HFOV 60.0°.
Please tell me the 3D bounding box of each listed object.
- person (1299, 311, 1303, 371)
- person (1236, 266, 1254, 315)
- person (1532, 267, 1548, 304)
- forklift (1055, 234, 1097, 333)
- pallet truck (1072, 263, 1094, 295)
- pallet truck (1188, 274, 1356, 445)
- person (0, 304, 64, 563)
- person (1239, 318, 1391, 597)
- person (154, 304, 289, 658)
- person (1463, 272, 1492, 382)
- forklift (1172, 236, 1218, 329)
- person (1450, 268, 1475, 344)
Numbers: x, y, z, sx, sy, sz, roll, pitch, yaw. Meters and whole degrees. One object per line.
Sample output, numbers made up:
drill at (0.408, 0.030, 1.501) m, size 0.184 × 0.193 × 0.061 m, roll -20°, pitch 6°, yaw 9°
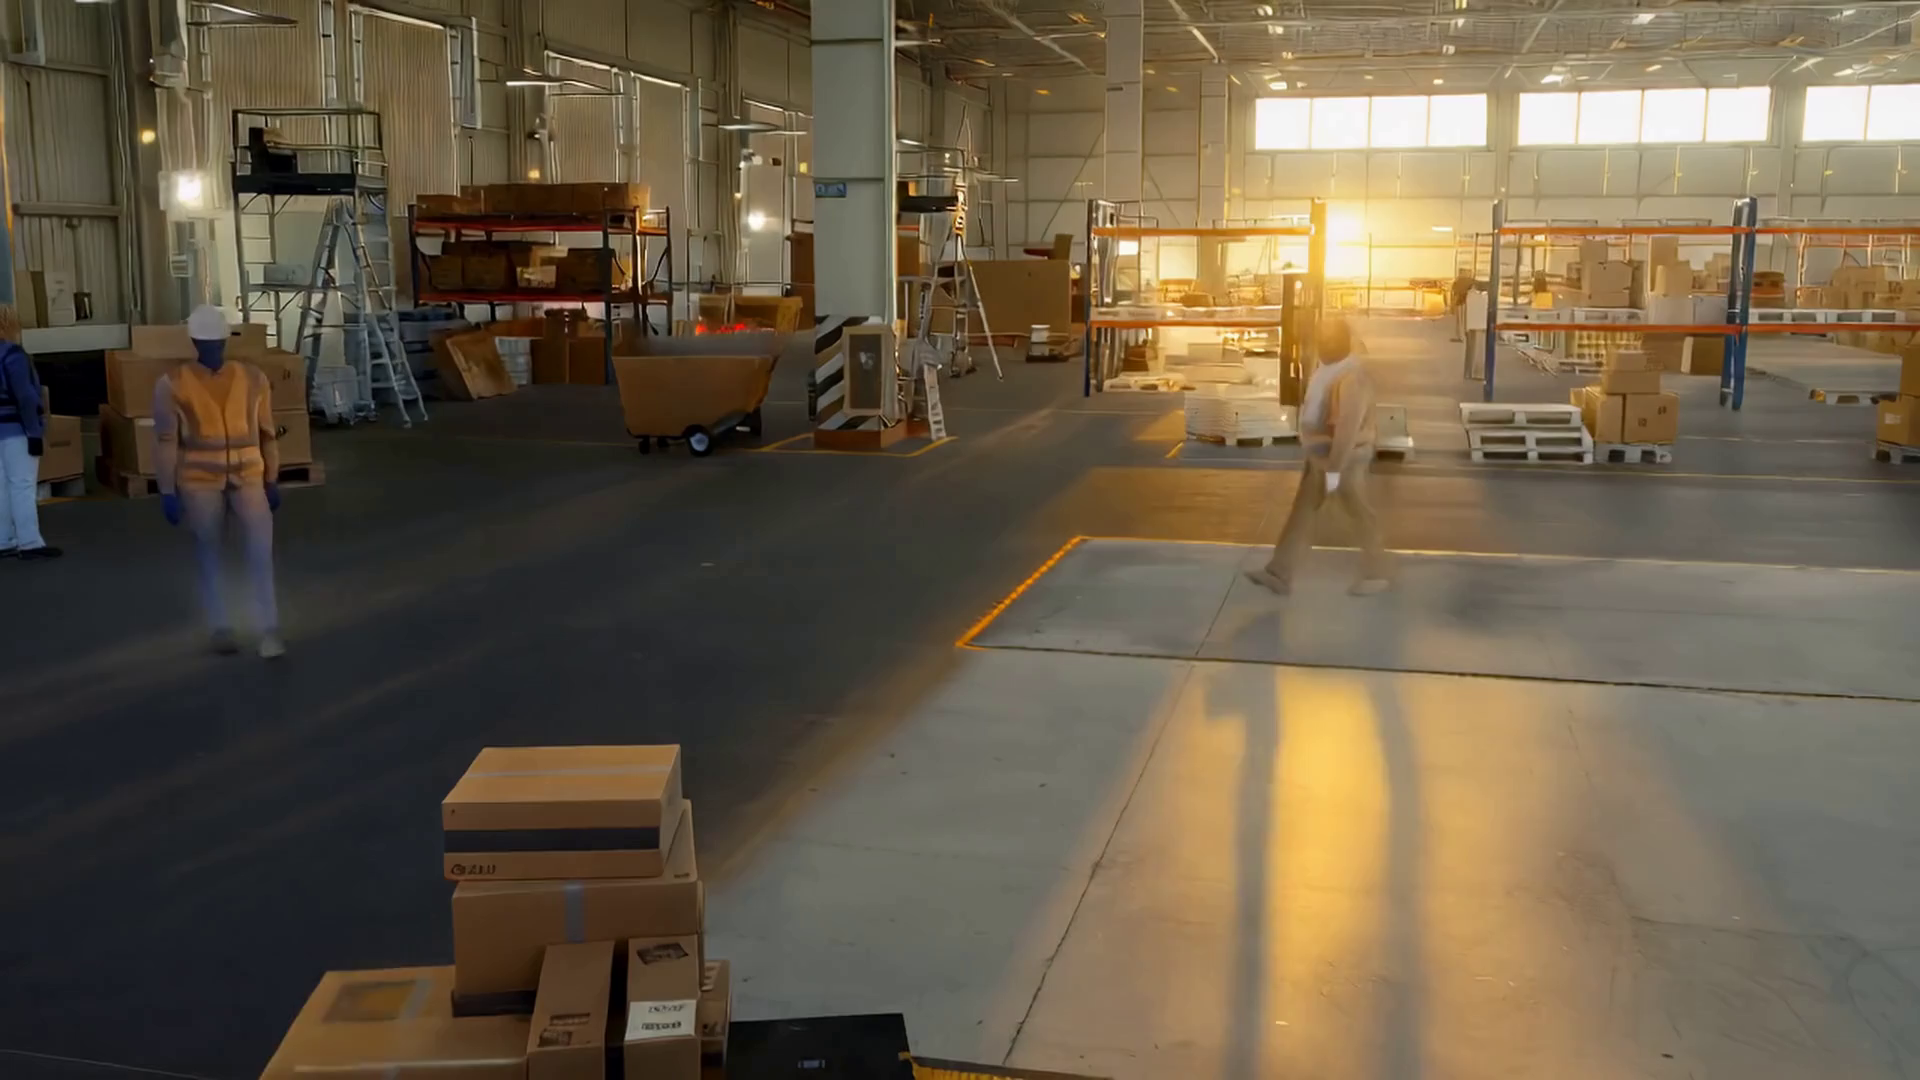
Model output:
person at (6.738, -4.103, 31.926) m, size 0.485 × 1.739 × 0.319 m, roll -8°, pitch 13°, yaw -40°
person at (8.726, -7.424, 50.968) m, size 0.651 × 1.920 × 0.752 m, roll -1°, pitch 10°, yaw -7°
person at (17.964, -7.486, 51.416) m, size 1.006 × 1.876 × 0.561 m, roll -1°, pitch 10°, yaw -6°
forklift at (2.951, -7.337, 47.606) m, size 1.873 × 2.768 × 1.129 m, roll 2°, pitch 10°, yaw 14°
pallet truck at (4.325, -8.180, 55.162) m, size 0.823 × 1.965 × 1.885 m, roll 6°, pitch 11°, yaw 31°
pallet truck at (3.653, -2.138, 19.590) m, size 1.885 × 1.965 × 0.823 m, roll -4°, pitch 10°, yaw -20°
person at (-6.795, -0.759, 11.929) m, size 0.619 × 1.845 × 0.430 m, roll 5°, pitch 11°, yaw 28°
person at (2.329, -0.507, 10.581) m, size 1.003 × 1.787 × 0.644 m, roll -1°, pitch 10°, yaw -9°
person at (-3.947, -0.289, 8.924) m, size 0.657 × 1.916 × 0.829 m, roll -7°, pitch 12°, yaw -35°
person at (9.074, -3.725, 29.129) m, size 0.359 × 1.930 × 0.584 m, roll -7°, pitch 12°, yaw -35°
forklift at (7.487, -7.833, 50.525) m, size 1.873 × 2.768 × 1.129 m, roll -2°, pitch 10°, yaw -13°
person at (12.758, -5.953, 42.287) m, size 0.386 × 1.927 × 0.644 m, roll -9°, pitch 13°, yaw -41°
